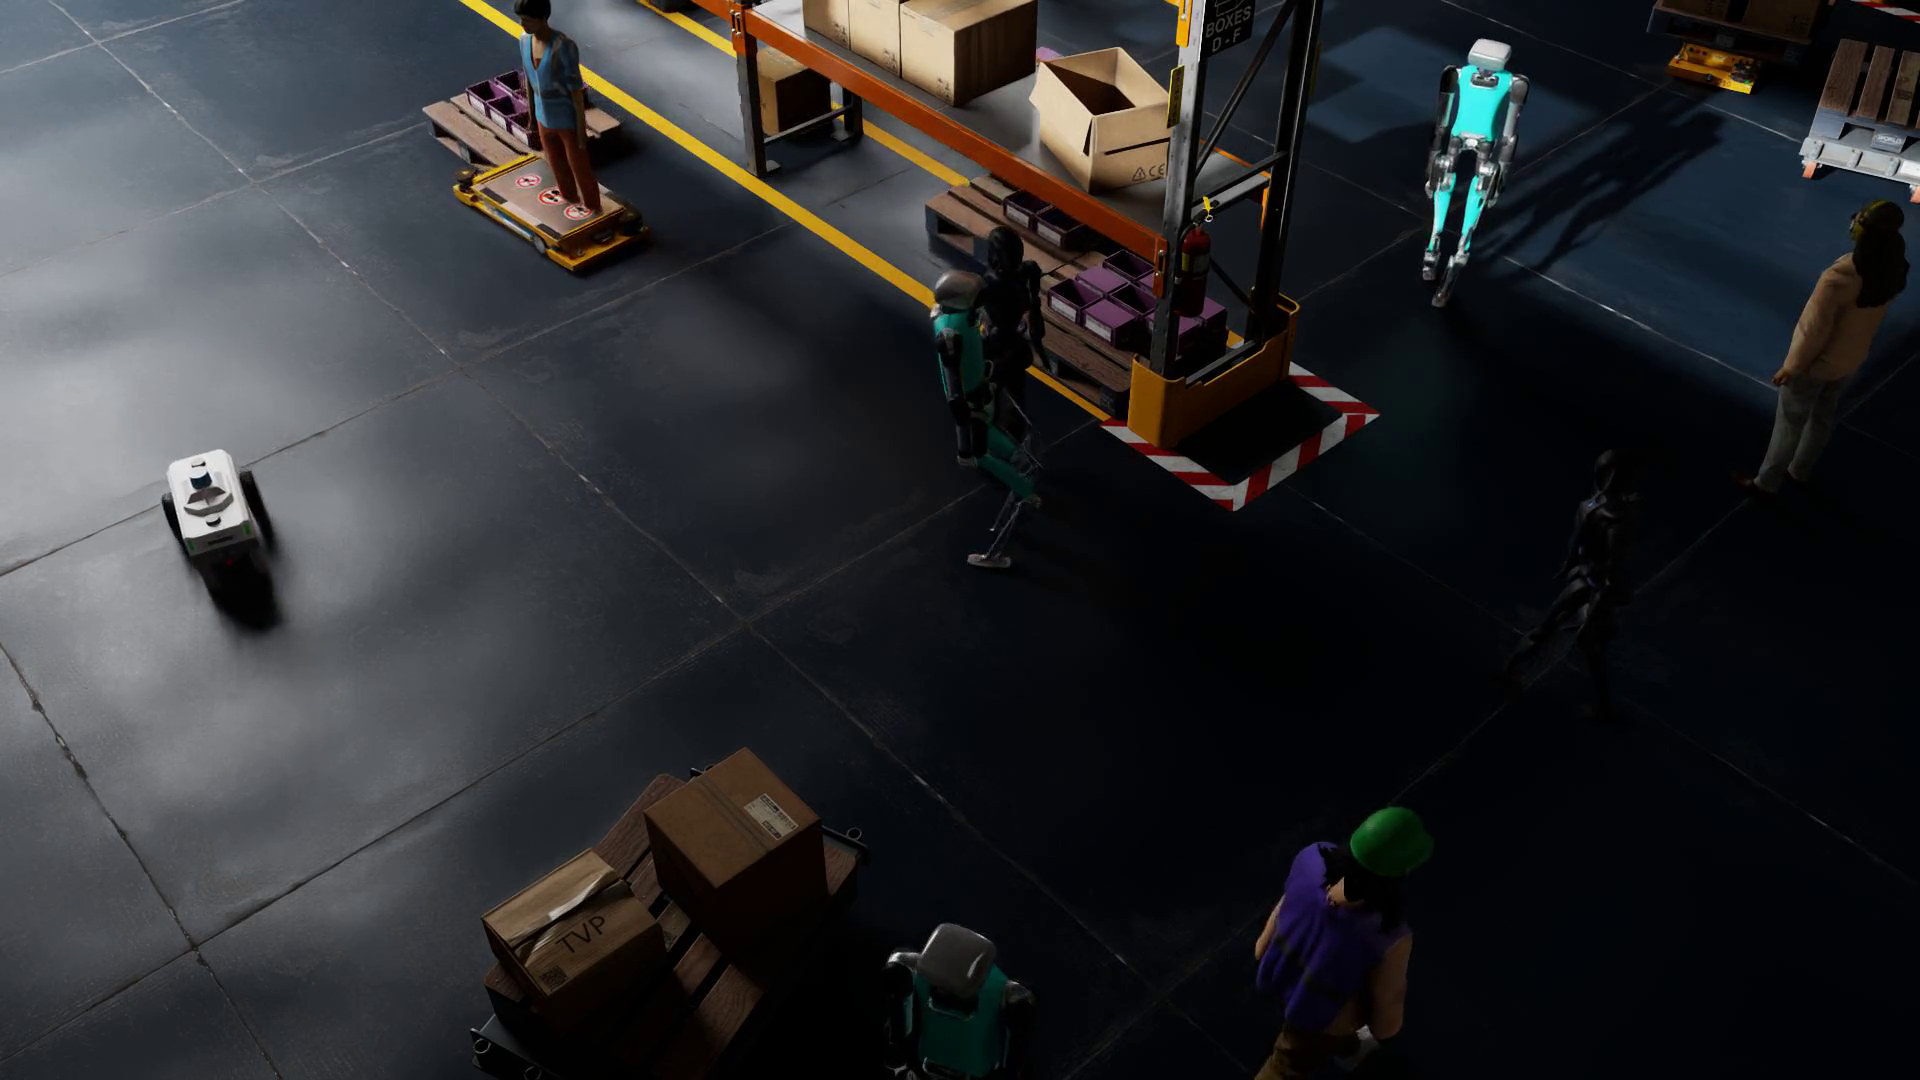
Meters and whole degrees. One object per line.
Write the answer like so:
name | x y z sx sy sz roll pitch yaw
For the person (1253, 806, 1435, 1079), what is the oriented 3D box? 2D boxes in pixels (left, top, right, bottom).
person | 1.413 1.618 6.145 0.993 1.872 0.549 -18 46 -19

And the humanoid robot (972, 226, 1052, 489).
humanoid robot | 0.244 -0.998 9.134 0.587 1.650 0.328 -33 52 -31

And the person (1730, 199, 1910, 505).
person | 4.685 -0.985 8.981 0.565 1.875 0.391 -17 45 -17

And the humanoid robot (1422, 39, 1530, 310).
humanoid robot | 3.121 -2.184 10.391 0.542 1.769 0.901 15 45 16

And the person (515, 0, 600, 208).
person | -2.670 -2.804 11.045 0.499 1.759 0.332 23 47 23

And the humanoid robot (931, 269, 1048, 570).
humanoid robot | 0.217 -0.594 8.658 0.712 1.781 0.531 5 43 6

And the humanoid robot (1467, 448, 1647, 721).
humanoid robot | 2.933 0.233 7.829 0.755 1.624 0.589 3 43 3

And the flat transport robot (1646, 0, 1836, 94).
flat transport robot | 6.280 -4.062 13.513 0.659 0.231 1.431 24 48 23

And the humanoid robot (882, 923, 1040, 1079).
humanoid robot | -0.075 2.086 5.722 0.530 1.750 0.745 13 44 13

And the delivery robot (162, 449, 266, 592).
delivery robot | -4.057 -0.149 9.044 0.499 0.592 0.795 -19 46 -20

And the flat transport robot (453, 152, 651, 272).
flat transport robot | -2.873 -2.340 11.640 1.431 0.231 0.659 33 52 31
